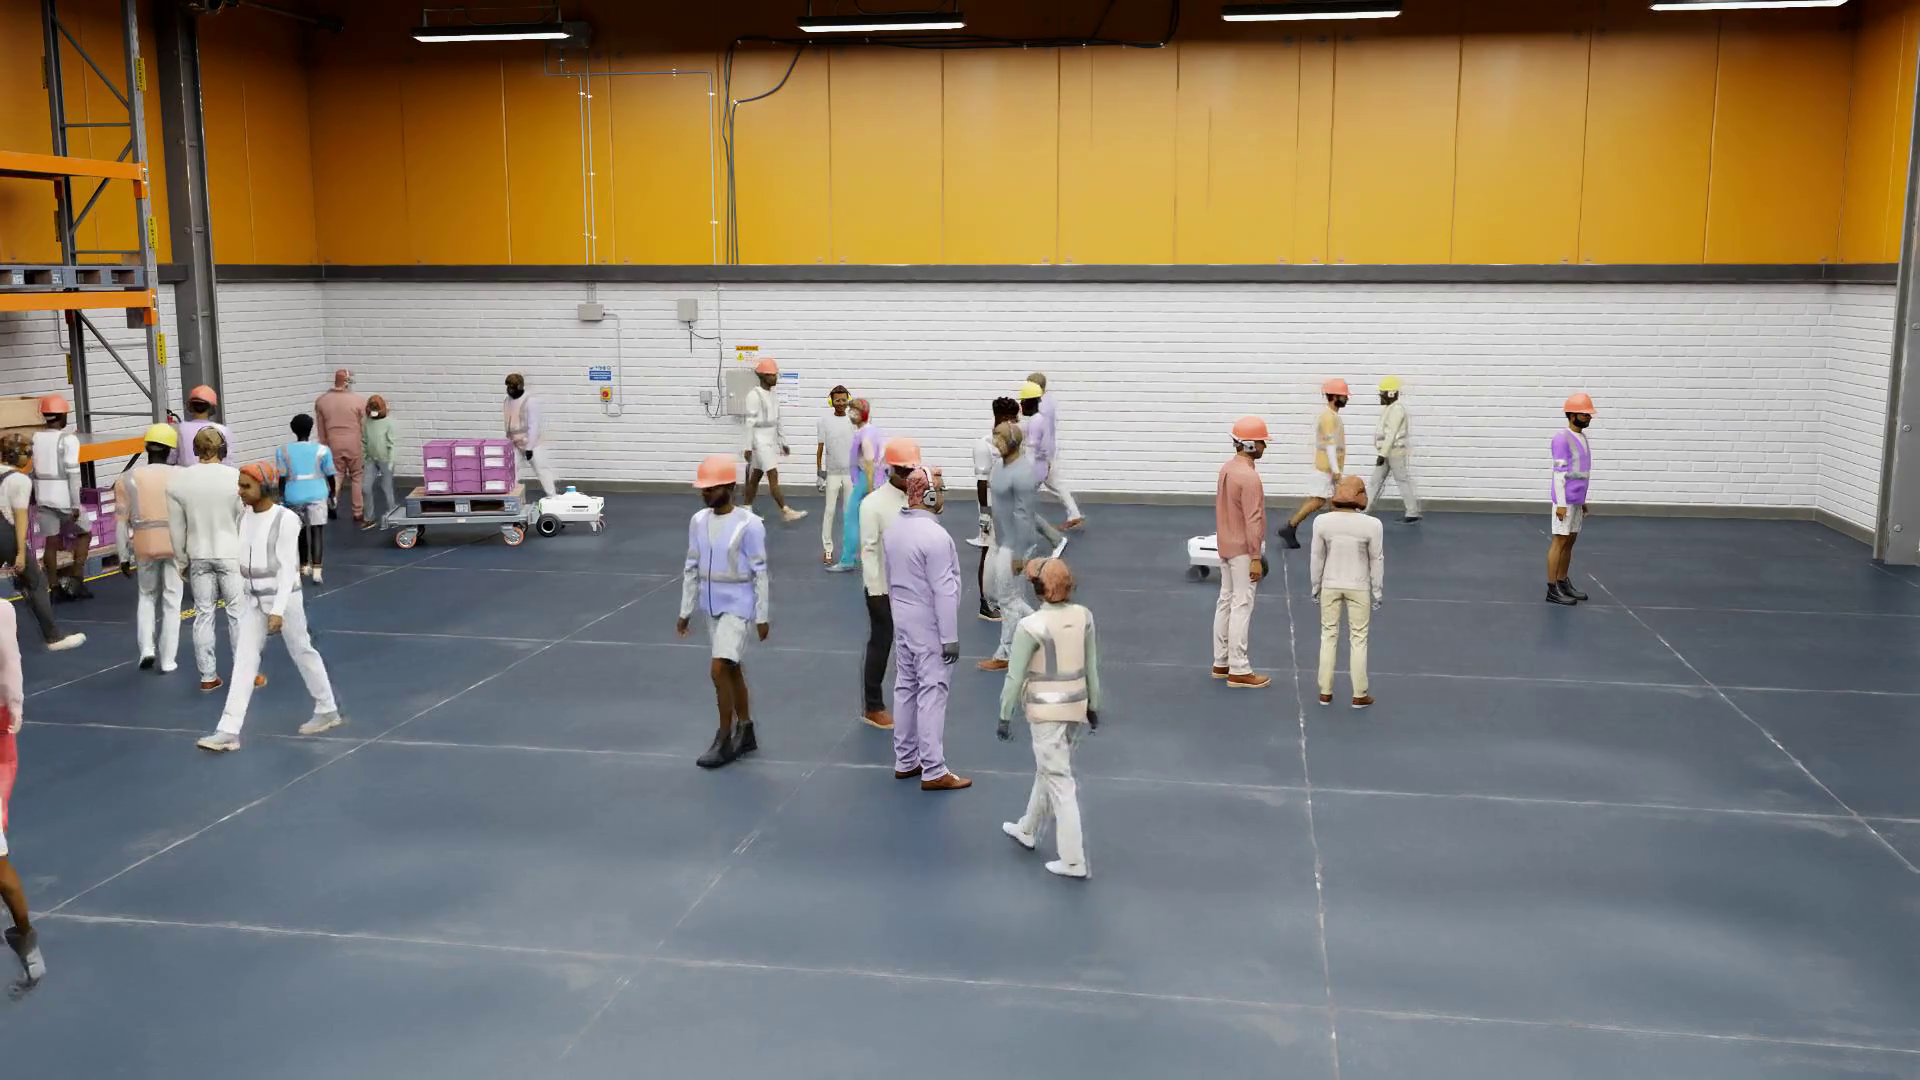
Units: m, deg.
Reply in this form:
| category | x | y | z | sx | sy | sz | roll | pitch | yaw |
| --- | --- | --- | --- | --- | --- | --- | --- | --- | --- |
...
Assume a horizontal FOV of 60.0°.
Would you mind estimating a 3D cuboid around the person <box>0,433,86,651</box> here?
| category | x | y | z | sx | sy | sz | roll | pitch | yaw |
| --- | --- | --- | --- | --- | --- | --- | --- | --- | --- |
| person | -7.481 | 0.065 | 13.026 | 0.576 | 1.790 | 0.913 | 3 | 10 | 16 |

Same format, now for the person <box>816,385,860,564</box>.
| category | x | y | z | sx | sy | sz | roll | pitch | yaw |
| --- | --- | --- | --- | --- | --- | --- | --- | --- | --- |
| person | -1.241 | -0.683 | 17.336 | 0.534 | 1.869 | 0.311 | -3 | 10 | -21 |

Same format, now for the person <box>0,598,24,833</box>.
| category | x | y | z | sx | sy | sz | roll | pitch | yaw |
| --- | --- | --- | --- | --- | --- | --- | --- | --- | --- |
| person | -4.957 | 0.832 | 8.311 | 0.516 | 1.748 | 0.481 | -2 | 9 | -14 |

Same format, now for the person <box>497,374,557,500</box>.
| category | x | y | z | sx | sy | sz | roll | pitch | yaw |
| --- | --- | --- | --- | --- | --- | --- | --- | --- | --- |
| person | -5.476 | -1.201 | 20.869 | 0.635 | 1.774 | 1.043 | 6 | 11 | 34 |

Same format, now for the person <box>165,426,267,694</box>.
| category | x | y | z | sx | sy | sz | roll | pitch | yaw |
| --- | --- | --- | --- | --- | --- | --- | --- | --- | --- |
| person | -5.337 | 0.148 | 11.965 | 0.627 | 1.941 | 0.372 | 0 | 9 | -3 |

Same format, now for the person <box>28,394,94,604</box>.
| category | x | y | z | sx | sy | sz | roll | pitch | yaw |
| --- | --- | --- | --- | --- | --- | --- | --- | --- | --- |
| person | -8.247 | -0.373 | 15.252 | 0.542 | 1.919 | 0.504 | 1 | 9 | 8 |

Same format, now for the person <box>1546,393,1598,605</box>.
| category | x | y | z | sx | sy | sz | roll | pitch | yaw |
| --- | --- | --- | --- | --- | --- | --- | --- | --- | --- |
| person | 5.618 | -0.382 | 15.253 | 0.361 | 1.939 | 0.542 | 8 | 12 | 41 |

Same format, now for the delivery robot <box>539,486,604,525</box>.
| category | x | y | z | sx | sy | sz | roll | pitch | yaw |
| --- | --- | --- | --- | --- | --- | --- | --- | --- | --- |
| delivery robot | -4.485 | -0.377 | 19.214 | 0.707 | 0.478 | 0.477 | -1 | 9 | -4 |

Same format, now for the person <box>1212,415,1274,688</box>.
| category | x | y | z | sx | sy | sz | roll | pitch | yaw |
| --- | --- | --- | --- | --- | --- | --- | --- | --- | --- |
| person | 2.091 | 0.077 | 12.230 | 0.382 | 1.992 | 0.619 | -2 | 9 | -12 |

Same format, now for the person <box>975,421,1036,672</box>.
| category | x | y | z | sx | sy | sz | roll | pitch | yaw |
| --- | --- | --- | --- | --- | --- | --- | --- | --- | --- |
| person | 0.421 | 0.052 | 12.599 | 0.561 | 1.926 | 0.648 | -3 | 10 | -15 |

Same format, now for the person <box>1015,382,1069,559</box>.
| category | x | y | z | sx | sy | sz | roll | pitch | yaw |
| --- | --- | --- | --- | --- | --- | --- | --- | --- | --- |
| person | 0.750 | -0.682 | 17.205 | 0.718 | 1.904 | 0.617 | 1 | 9 | 3 |

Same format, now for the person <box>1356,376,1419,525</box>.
| category | x | y | z | sx | sy | sz | roll | pitch | yaw |
| --- | --- | --- | --- | --- | --- | --- | --- | --- | --- |
| person | 5.101 | -1.058 | 19.919 | 0.920 | 1.781 | 0.606 | 0 | 9 | 2 |

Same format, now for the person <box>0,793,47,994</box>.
| category | x | y | z | sx | sy | sz | roll | pitch | yaw |
| --- | --- | --- | --- | --- | --- | --- | --- | --- | --- |
| person | -3.196 | 1.281 | 5.234 | 0.569 | 1.832 | 0.877 | -2 | 9 | -11 |

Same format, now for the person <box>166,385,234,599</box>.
| category | x | y | z | sx | sy | sz | roll | pitch | yaw |
| --- | --- | --- | --- | --- | --- | --- | --- | --- | --- |
| person | -7.167 | -0.468 | 15.692 | 0.636 | 1.977 | 1.109 | -3 | 10 | -19 |

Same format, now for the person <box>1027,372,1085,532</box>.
| category | x | y | z | sx | sy | sz | roll | pitch | yaw |
| --- | --- | --- | --- | --- | --- | --- | --- | --- | --- |
| person | 0.981 | -1.010 | 19.318 | 1.022 | 1.895 | 0.647 | 1 | 9 | 5 |

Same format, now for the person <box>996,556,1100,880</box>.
| category | x | y | z | sx | sy | sz | roll | pitch | yaw |
| --- | --- | --- | --- | --- | --- | --- | --- | --- | --- |
| person | 0.389 | 0.875 | 8.448 | 0.545 | 1.602 | 0.782 | -9 | 12 | -43 |

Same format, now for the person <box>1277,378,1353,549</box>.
| category | x | y | z | sx | sy | sz | roll | pitch | yaw |
| --- | --- | --- | --- | --- | --- | --- | --- | --- | --- |
| person | 3.971 | -0.821 | 18.114 | 0.931 | 1.904 | 0.545 | 4 | 10 | 23 |

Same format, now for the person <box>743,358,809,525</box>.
| category | x | y | z | sx | sy | sz | roll | pitch | yaw |
| --- | --- | --- | --- | --- | --- | --- | --- | --- | --- |
| person | -2.233 | -1.171 | 19.968 | 1.009 | 1.991 | 0.637 | 3 | 10 | 17 |

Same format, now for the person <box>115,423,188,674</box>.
| category | x | y | z | sx | sy | sz | roll | pitch | yaw |
| --- | --- | --- | --- | --- | --- | --- | --- | --- | --- |
| person | -6.044 | 0.064 | 12.601 | 0.592 | 1.902 | 0.421 | -4 | 10 | -21 |

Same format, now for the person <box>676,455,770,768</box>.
| category | x | y | z | sx | sy | sz | roll | pitch | yaw |
| --- | --- | --- | --- | --- | --- | --- | --- | --- | --- |
| person | -1.516 | 0.437 | 10.240 | 0.561 | 1.909 | 0.731 | 7 | 11 | 37 |

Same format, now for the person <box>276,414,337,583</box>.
| category | x | y | z | sx | sy | sz | roll | pitch | yaw |
| --- | --- | --- | --- | --- | --- | --- | --- | --- | --- |
| person | -6.409 | -0.412 | 16.338 | 0.545 | 1.652 | 0.881 | -3 | 10 | -18 |

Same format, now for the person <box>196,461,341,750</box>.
| category | x | y | z | sx | sy | sz | roll | pitch | yaw |
| --- | --- | --- | --- | --- | --- | --- | --- | --- | --- |
| person | -4.443 | 0.410 | 10.679 | 0.578 | 1.835 | 0.990 | 5 | 10 | 26 |

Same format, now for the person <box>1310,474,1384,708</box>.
| category | x | y | z | sx | sy | sz | roll | pitch | yaw |
| --- | --- | --- | --- | --- | --- | --- | --- | --- | --- |
| person | 2.701 | 0.355 | 11.626 | 0.507 | 1.631 | 0.273 | 4 | 10 | 26 |

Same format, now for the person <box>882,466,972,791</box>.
| category | x | y | z | sx | sy | sz | roll | pitch | yaw |
| --- | --- | --- | --- | --- | --- | --- | --- | --- | --- |
| person | -0.190 | 0.514 | 9.797 | 0.410 | 1.909 | 0.643 | -6 | 11 | -32 |

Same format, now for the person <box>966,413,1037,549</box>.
| category | x | y | z | sx | sy | sz | roll | pitch | yaw |
| --- | --- | --- | --- | --- | --- | --- | --- | --- | --- |
| person | 0.465 | -0.683 | 18.169 | 0.827 | 1.603 | 0.519 | 2 | 9 | 11 |

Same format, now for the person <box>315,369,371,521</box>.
| category | x | y | z | sx | sy | sz | roll | pitch | yaw |
| --- | --- | --- | --- | --- | --- | --- | --- | --- | --- |
| person | -7.430 | -1.144 | 20.179 | 0.678 | 1.880 | 0.533 | 1 | 9 | 5 |

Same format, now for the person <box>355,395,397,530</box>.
| category | x | y | z | sx | sy | sz | roll | pitch | yaw |
| --- | --- | --- | --- | --- | --- | --- | --- | --- | --- |
| person | -6.828 | -0.897 | 19.488 | 0.535 | 1.600 | 0.548 | 3 | 10 | 16 |

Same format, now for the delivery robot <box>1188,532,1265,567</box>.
| category | x | y | z | sx | sy | sz | roll | pitch | yaw |
| --- | --- | --- | --- | --- | --- | --- | --- | --- | --- |
| delivery robot | 2.594 | 0.104 | 16.229 | 0.707 | 0.478 | 0.477 | 5 | 10 | 26 |

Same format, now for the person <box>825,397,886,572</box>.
| category | x | y | z | sx | sy | sz | roll | pitch | yaw |
| --- | --- | --- | --- | --- | --- | --- | --- | --- | --- |
| person | -0.883 | -0.548 | 16.746 | 0.888 | 1.799 | 0.576 | 0 | 9 | 2 |

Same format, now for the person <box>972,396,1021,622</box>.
| category | x | y | z | sx | sy | sz | roll | pitch | yaw |
| --- | --- | --- | --- | --- | --- | --- | --- | --- | --- |
| person | 0.356 | -0.281 | 14.562 | 0.368 | 1.959 | 0.602 | 6 | 11 | 34 |

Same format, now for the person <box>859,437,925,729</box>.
| category | x | y | z | sx | sy | sz | roll | pitch | yaw |
| --- | --- | --- | --- | --- | --- | --- | --- | --- | --- |
| person | -0.394 | 0.294 | 10.969 | 0.624 | 1.964 | 0.696 | 9 | 13 | 44 |
